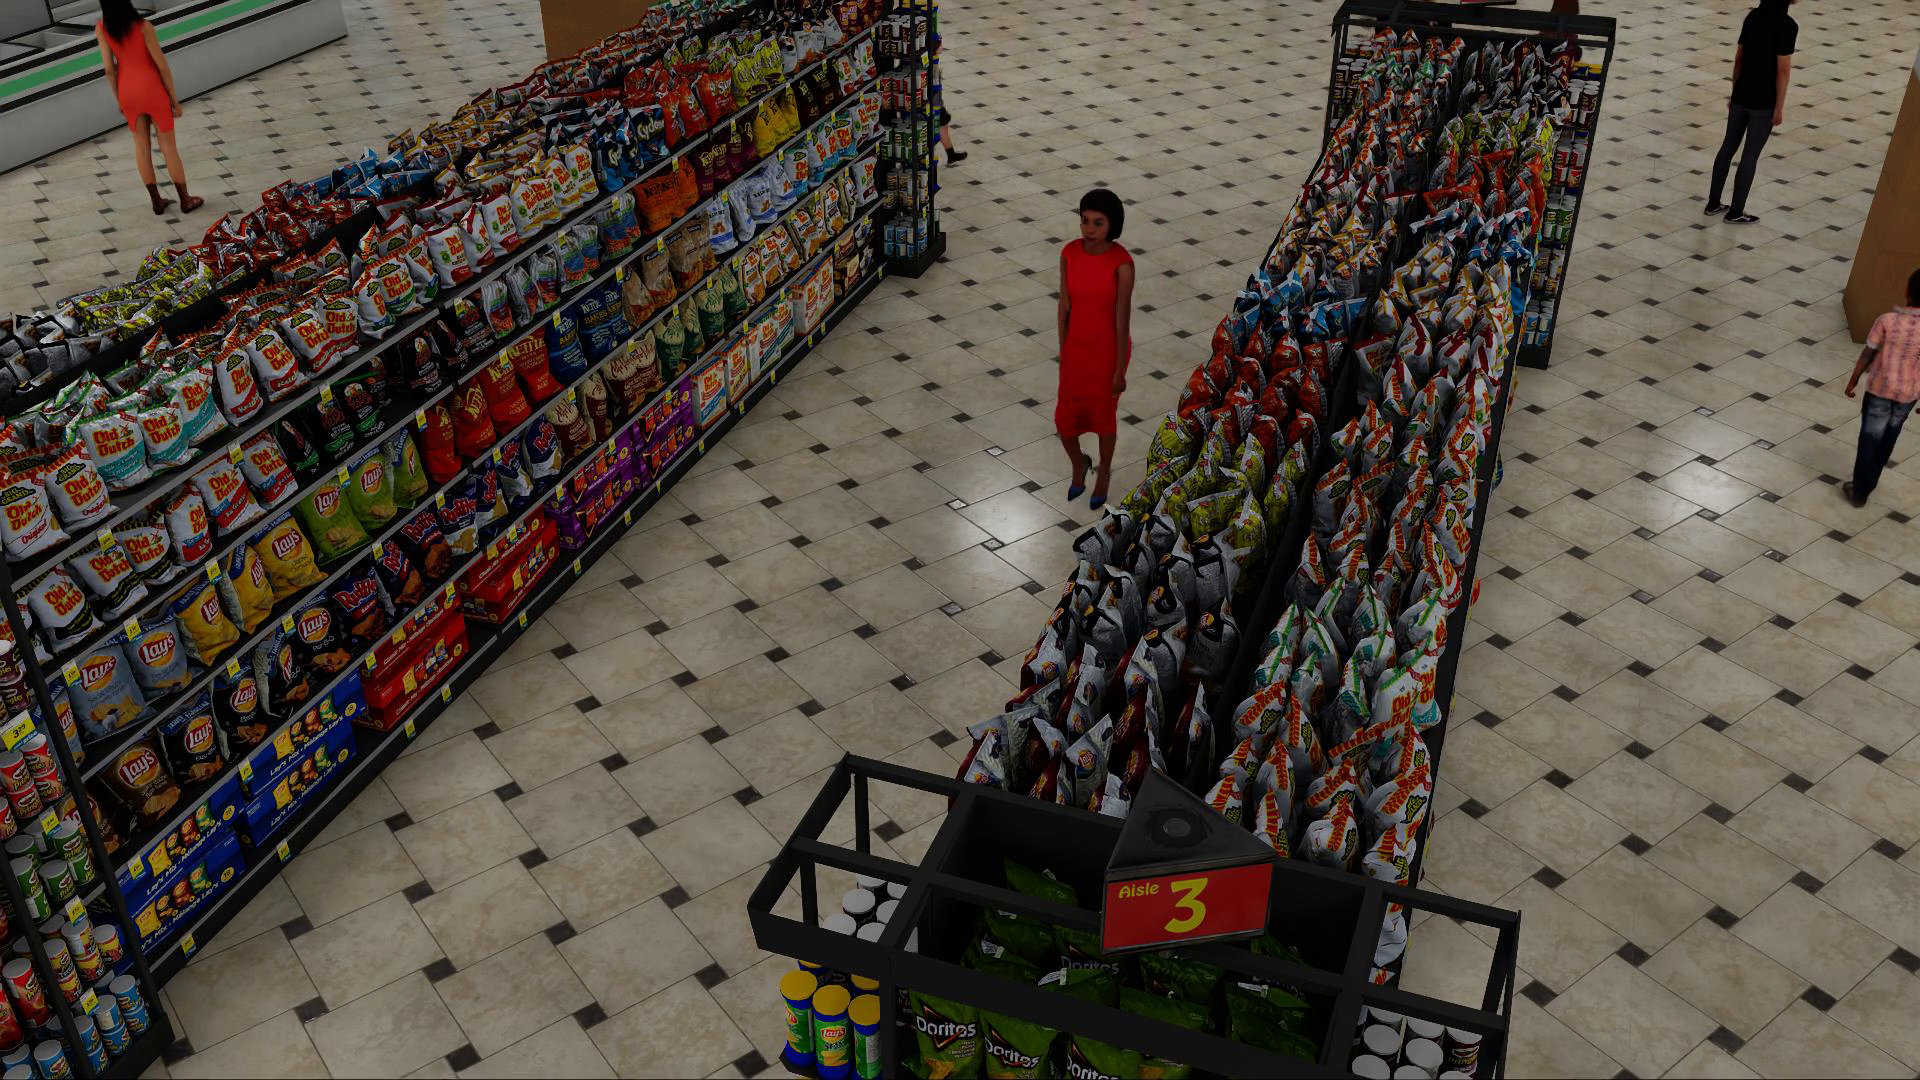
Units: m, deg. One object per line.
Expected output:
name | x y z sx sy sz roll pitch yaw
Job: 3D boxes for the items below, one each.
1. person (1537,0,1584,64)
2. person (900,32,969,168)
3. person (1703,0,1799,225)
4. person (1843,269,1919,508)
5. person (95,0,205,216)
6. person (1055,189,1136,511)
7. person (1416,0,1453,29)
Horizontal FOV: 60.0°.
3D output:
person | 4.029 -2.930 11.652 1.034 1.677 0.875 -25 40 -34
person | -0.289 -3.420 13.002 0.833 1.082 0.764 -14 35 -22
person | 5.700 -3.194 11.929 0.766 1.832 0.685 -11 33 -17
person | 4.785 -0.749 8.505 0.567 1.298 0.626 6 32 10
person | -5.927 -3.217 12.073 0.659 1.718 0.645 -3 32 -4
person | 0.726 -0.958 8.431 0.612 1.730 0.644 14 35 22
person | 3.271 -3.187 11.978 0.638 1.769 0.698 -14 34 -21
